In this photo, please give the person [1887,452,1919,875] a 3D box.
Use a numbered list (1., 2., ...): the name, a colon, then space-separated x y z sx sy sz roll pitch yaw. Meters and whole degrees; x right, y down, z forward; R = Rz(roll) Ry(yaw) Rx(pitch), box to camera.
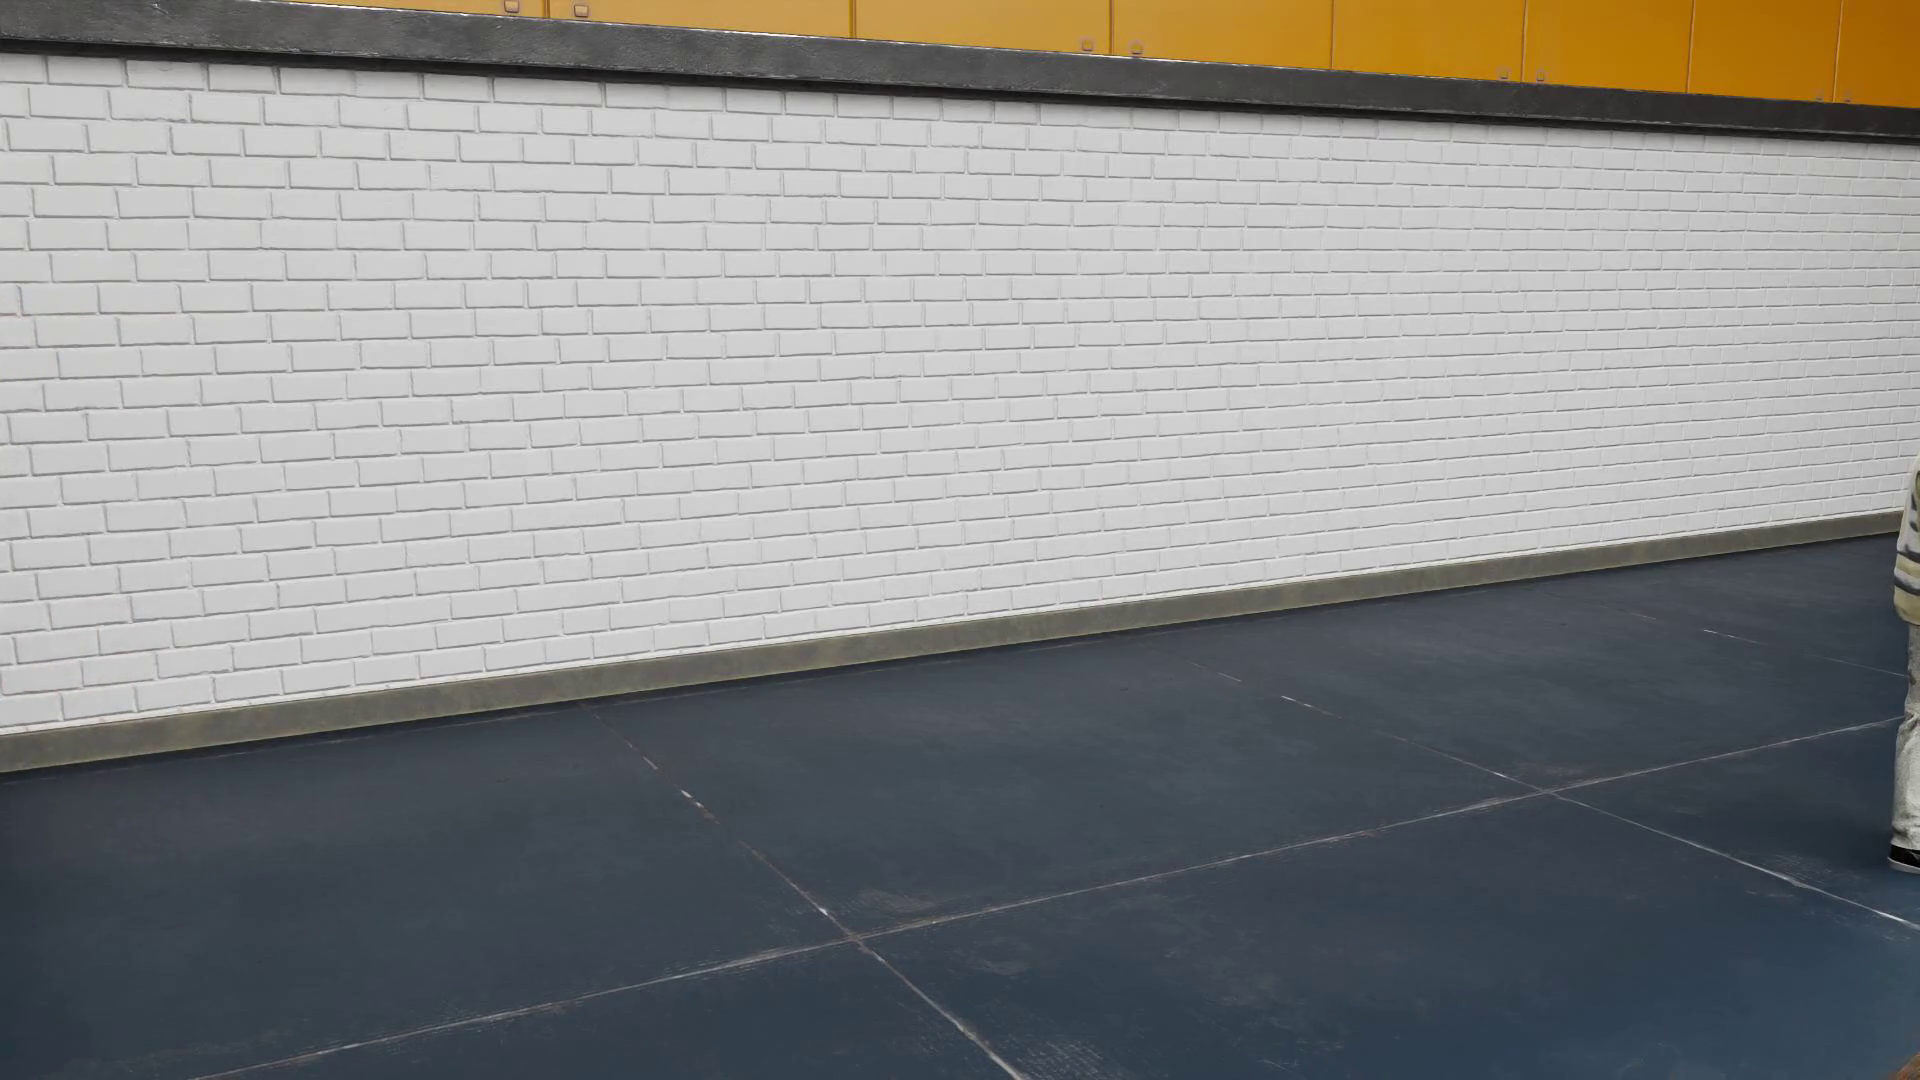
1. person: 3.410 0.243 5.667 0.403 1.826 0.592 8 13 40
